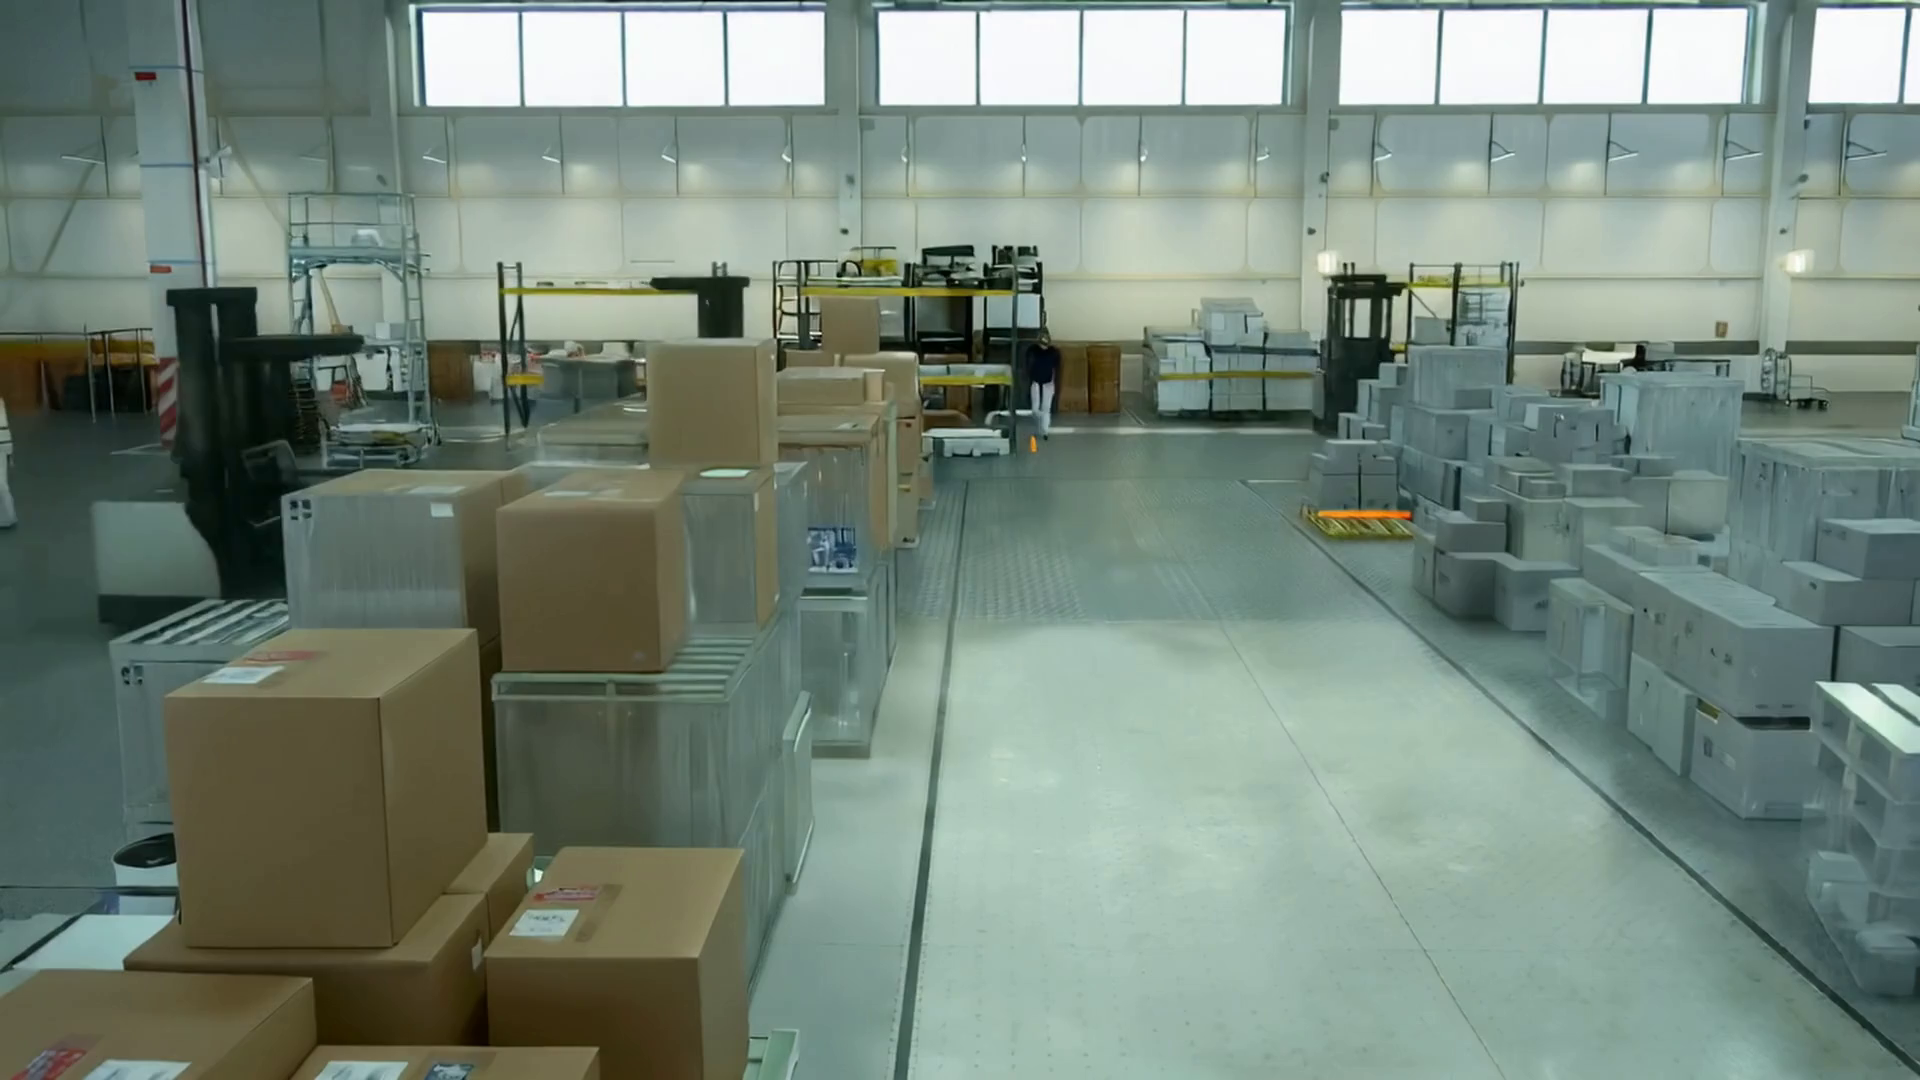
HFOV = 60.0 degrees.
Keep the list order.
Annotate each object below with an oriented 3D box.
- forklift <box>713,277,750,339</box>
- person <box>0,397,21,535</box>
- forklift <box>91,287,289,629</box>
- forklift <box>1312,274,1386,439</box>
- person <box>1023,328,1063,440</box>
[{"bbox_3d":[-3.292,-2.404,24.038,1.873,2.768,1.129,0,9,1],"label":"forklift"},{"bbox_3d":[-10.819,-0.987,18.608,0.435,1.865,0.635,-1,10,-8],"label":"person"},{"bbox_3d":[-6.160,-0.715,13.920,1.873,2.768,1.129,0,9,1],"label":"forklift"},{"bbox_3d":[6.876,-3.233,29.002,1.129,2.768,1.873,0,9,1],"label":"forklift"},{"bbox_3d":[1.423,-2.637,28.301,0.662,1.916,0.702,-1,10,-4],"label":"person"}]
